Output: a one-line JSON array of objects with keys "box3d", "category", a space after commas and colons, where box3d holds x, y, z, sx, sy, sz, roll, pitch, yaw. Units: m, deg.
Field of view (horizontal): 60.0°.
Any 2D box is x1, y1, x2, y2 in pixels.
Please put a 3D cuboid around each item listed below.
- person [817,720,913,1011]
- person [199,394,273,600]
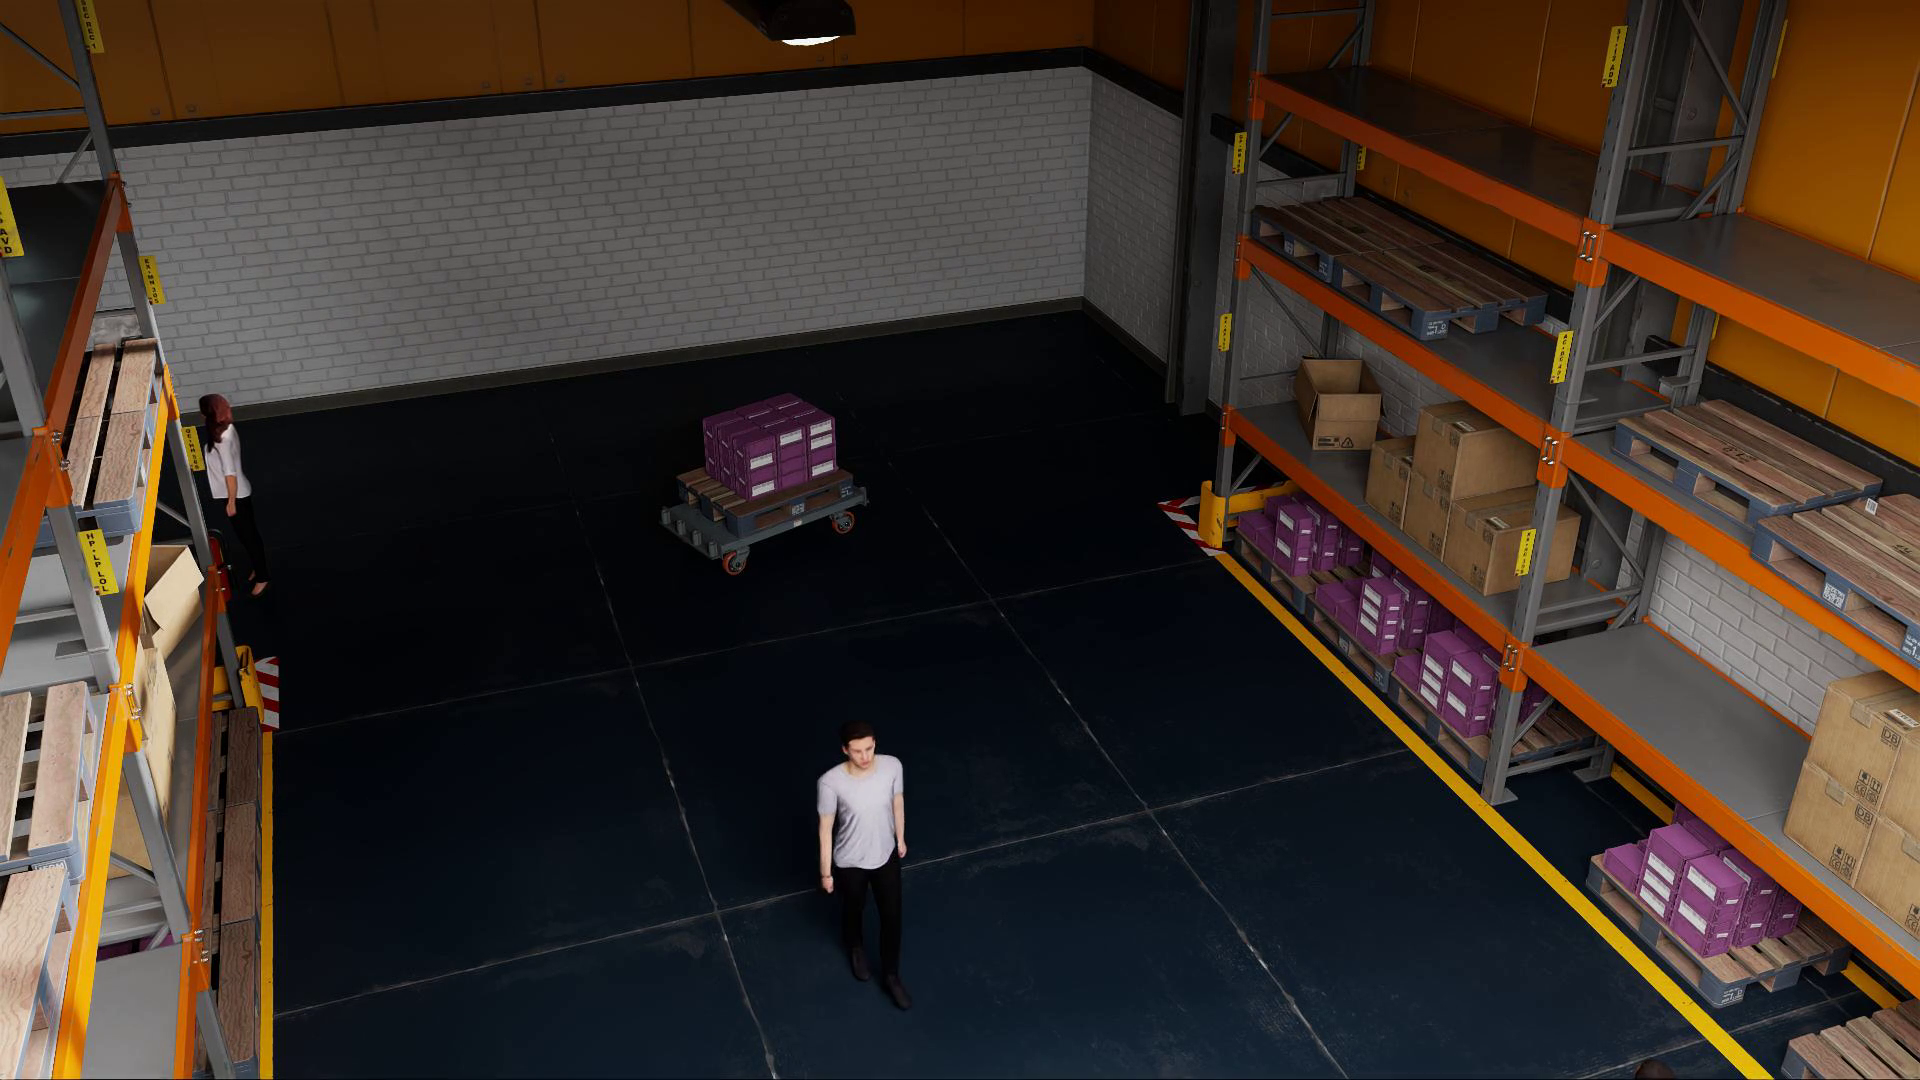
[{"box3d": [-0.570, 1.767, 9.584, 0.697, 1.847, 0.841, -10, 30, -17], "category": "person"}, {"box3d": [-5.889, -0.363, 13.544, 0.678, 1.794, 0.460, -12, 31, -20], "category": "person"}]
